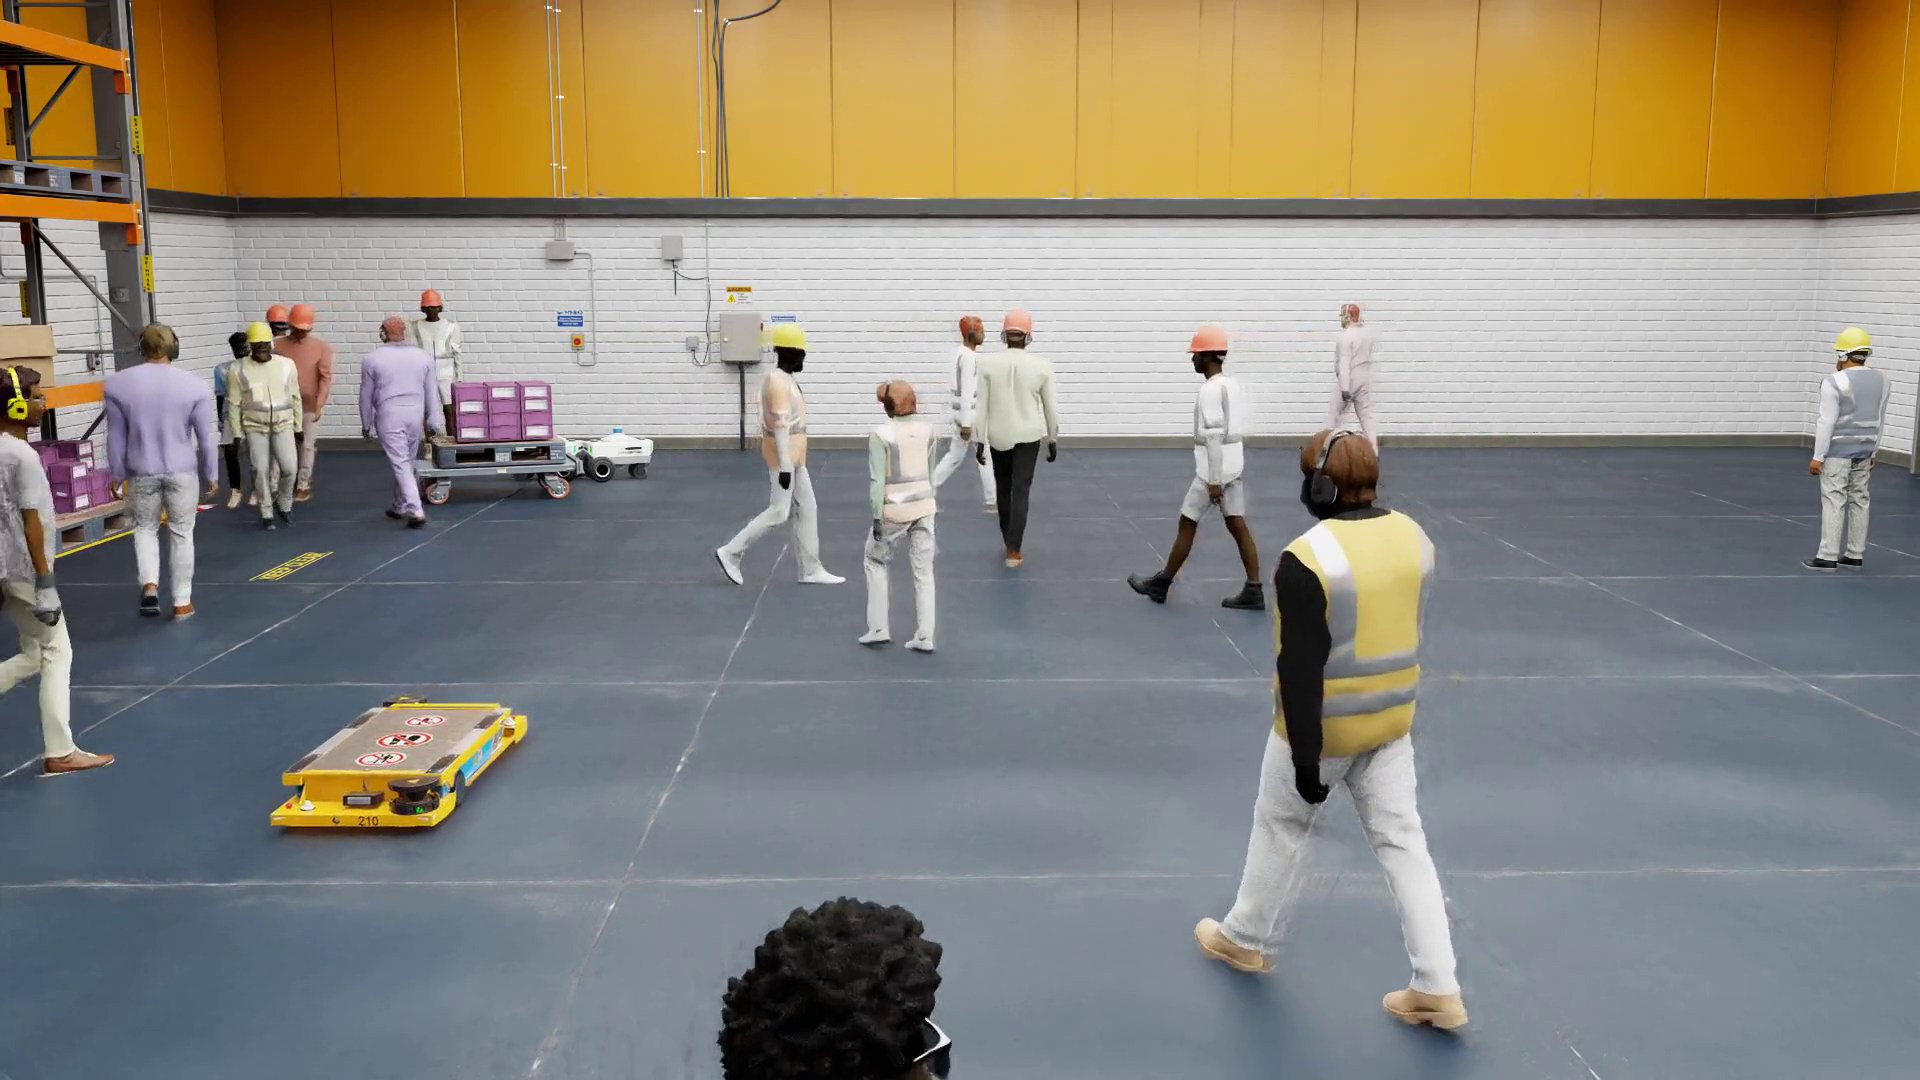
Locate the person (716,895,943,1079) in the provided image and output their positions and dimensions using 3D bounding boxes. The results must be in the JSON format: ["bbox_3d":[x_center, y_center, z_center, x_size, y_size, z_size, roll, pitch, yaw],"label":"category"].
[{"bbox_3d":[-0.152,1.176,1.677,0.870,1.656,0.532,-7,12,-37],"label":"person"}]

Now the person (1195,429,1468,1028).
[{"bbox_3d":[1.176,0.556,5.090,0.627,1.796,0.976,-6,11,-31],"label":"person"}]

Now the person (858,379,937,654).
[{"bbox_3d":[-0.365,-0.142,9.884,0.532,1.616,0.623,-7,12,-37],"label":"person"}]

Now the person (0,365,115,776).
[{"bbox_3d":[-4.158,0.165,7.285,0.517,1.854,0.649,8,12,41],"label":"person"}]

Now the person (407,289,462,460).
[{"bbox_3d":[-6.163,-1.924,19.551,0.611,2.032,0.411,-3,10,-16],"label":"person"}]

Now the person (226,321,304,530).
[{"bbox_3d":[-5.996,-0.979,14.398,0.624,1.815,0.482,-6,11,-31],"label":"person"}]

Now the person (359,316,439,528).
[{"bbox_3d":[-4.966,-1.048,14.728,0.645,1.859,1.015,-8,12,-42],"label":"person"}]

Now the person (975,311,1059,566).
[{"bbox_3d":[0.455,-0.807,12.968,0.643,1.932,1.043,1,9,8],"label":"person"}]

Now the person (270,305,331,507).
[{"bbox_3d":[-6.355,-1.284,15.958,0.646,1.915,0.972,-3,10,-16],"label":"person"}]

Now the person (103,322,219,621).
[{"bbox_3d":[-5.082,-0.422,10.640,0.656,1.928,0.454,-3,10,-15],"label":"person"}]

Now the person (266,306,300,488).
[{"bbox_3d":[-7.055,-1.495,17.366,0.564,1.884,0.981,-6,11,-32],"label":"person"}]

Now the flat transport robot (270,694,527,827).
[{"bbox_3d":[-2.420,0.947,7.317,0.652,0.197,1.431,0,9,0],"label":"flat transport robot"}]

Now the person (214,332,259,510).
[{"bbox_3d":[-6.725,-1.113,15.633,0.547,1.664,0.666,-2,10,-13],"label":"person"}]

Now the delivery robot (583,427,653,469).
[{"bbox_3d":[-3.677,-0.969,17.910,0.707,0.478,0.477,-4,10,-24],"label":"delivery robot"}]

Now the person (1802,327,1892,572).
[{"bbox_3d":[6.623,-0.669,12.452,0.590,1.833,0.404,-3,10,-18],"label":"person"}]

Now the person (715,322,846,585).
[{"bbox_3d":[-1.295,-0.602,11.851,0.865,1.898,0.599,0,9,2],"label":"person"}]

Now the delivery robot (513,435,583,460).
[{"bbox_3d":[-4.418,-0.961,17.861,0.707,0.478,0.477,1,9,4],"label":"delivery robot"}]

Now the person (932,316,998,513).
[{"bbox_3d":[0.031,-1.147,15.353,0.935,1.849,0.584,-1,9,-9],"label":"person"}]

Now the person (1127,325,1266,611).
[{"bbox_3d":[1.627,-0.477,11.109,0.988,1.882,0.568,5,11,29],"label":"person"}]

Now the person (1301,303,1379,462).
[{"bbox_3d":[4.545,-1.846,19.600,0.648,1.858,0.957,-8,12,-40],"label":"person"}]
